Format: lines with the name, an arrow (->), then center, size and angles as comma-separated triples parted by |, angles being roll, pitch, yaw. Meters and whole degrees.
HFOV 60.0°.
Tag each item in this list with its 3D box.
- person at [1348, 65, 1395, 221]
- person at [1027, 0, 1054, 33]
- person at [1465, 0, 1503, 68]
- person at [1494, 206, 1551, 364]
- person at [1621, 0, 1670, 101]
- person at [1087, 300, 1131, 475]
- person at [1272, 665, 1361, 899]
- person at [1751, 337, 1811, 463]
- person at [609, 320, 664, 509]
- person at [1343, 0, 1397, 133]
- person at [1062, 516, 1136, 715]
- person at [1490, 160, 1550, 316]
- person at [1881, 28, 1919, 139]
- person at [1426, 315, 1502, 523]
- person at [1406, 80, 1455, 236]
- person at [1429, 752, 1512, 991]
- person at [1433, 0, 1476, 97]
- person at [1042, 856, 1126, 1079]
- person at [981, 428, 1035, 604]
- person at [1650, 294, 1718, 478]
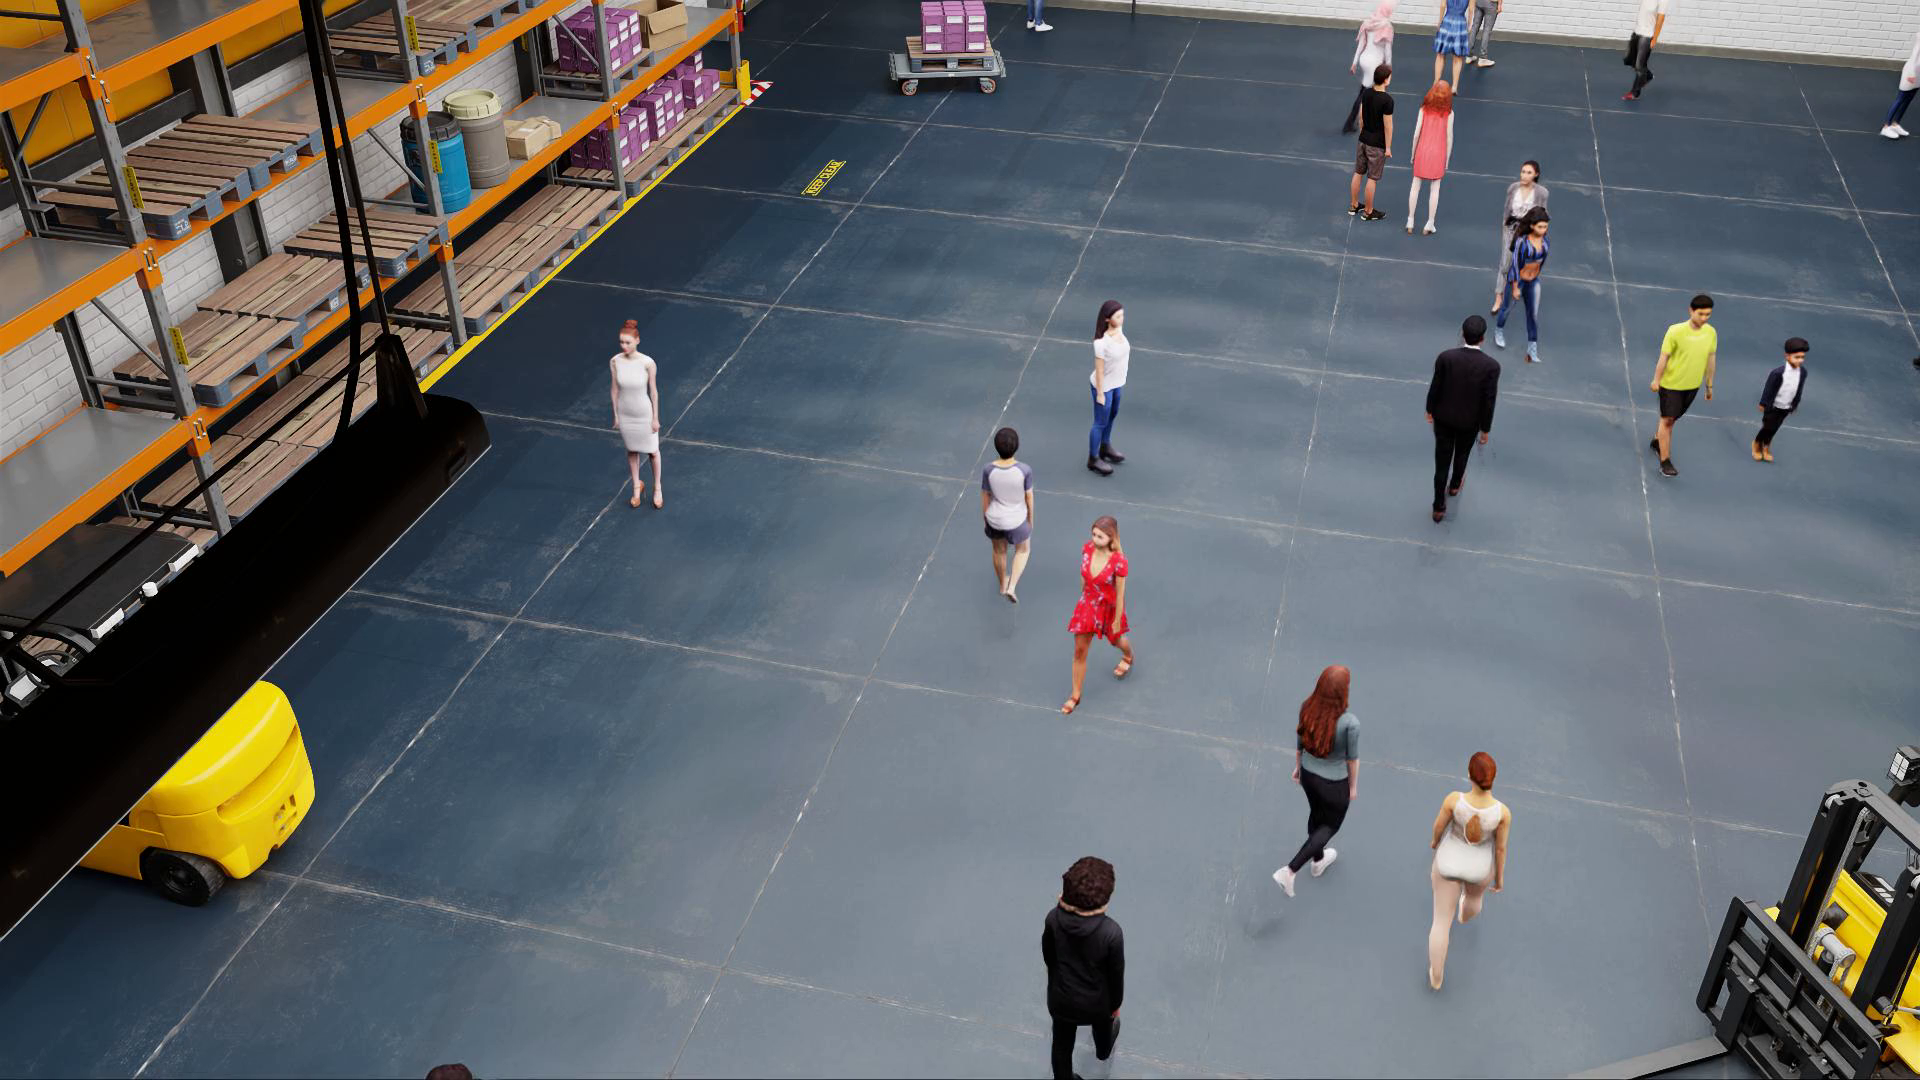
person -> 4.915, -4.753, 19.837 | 0.809, 1.862, 0.759 | -19, 38, -27
person -> 1.209, -9.004, 26.226 | 0.839, 1.868, 0.784 | -19, 38, -26
person -> 7.834, -8.019, 24.716 | 0.762, 1.900, 0.739 | -24, 41, -32
person -> 5.670, -2.625, 16.891 | 0.913, 1.579, 1.098 | -7, 34, -11
person -> 9.746, -7.122, 23.461 | 0.912, 1.796, 0.867 | -10, 35, -14
person -> 1.307, -1.380, 14.930 | 0.710, 1.677, 0.545 | 16, 37, 22
person -> 2.254, 1.554, 10.468 | 1.046, 1.730, 0.887 | -28, 43, -35
person -> 7.482, -1.313, 15.242 | 0.569, 1.219, 0.577 | -4, 34, -5
person -> -2.776, -1.070, 14.358 | 0.588, 1.793, 0.507 | 4, 34, 6
person -> 5.438, -6.326, 22.292 | 1.019, 1.764, 0.962 | -22, 40, -30
person -> 1.100, 0.487, 12.232 | 0.860, 1.553, 1.134 | 25, 41, 32
person -> 6.034, -3.259, 17.785 | 0.839, 1.646, 1.142 | 19, 38, 26
person -> 12.738, -6.256, 22.181 | 0.702, 1.771, 0.756 | -16, 37, -23
person -> 4.229, -0.994, 14.183 | 0.782, 1.861, 1.000 | 12, 35, 17
person -> 5.494, -4.465, 19.436 | 0.635, 1.826, 0.586 | 16, 37, 23
person -> 2.982, 2.013, 9.896 | 0.592, 1.598, 1.004 | 10, 35, 14
person -> 6.984, -7.189, 23.553 | 0.680, 1.805, 0.588 | 11, 35, 16
person -> 0.641, 2.499, 9.024 | 0.678, 1.753, 0.950 | 11, 35, 16
person -> 0.376, -0.156, 13.199 | 0.586, 1.554, 0.744 | 7, 34, 10
person -> 6.498, -1.482, 15.078 | 0.859, 1.681, 1.056 | -5, 34, -7
